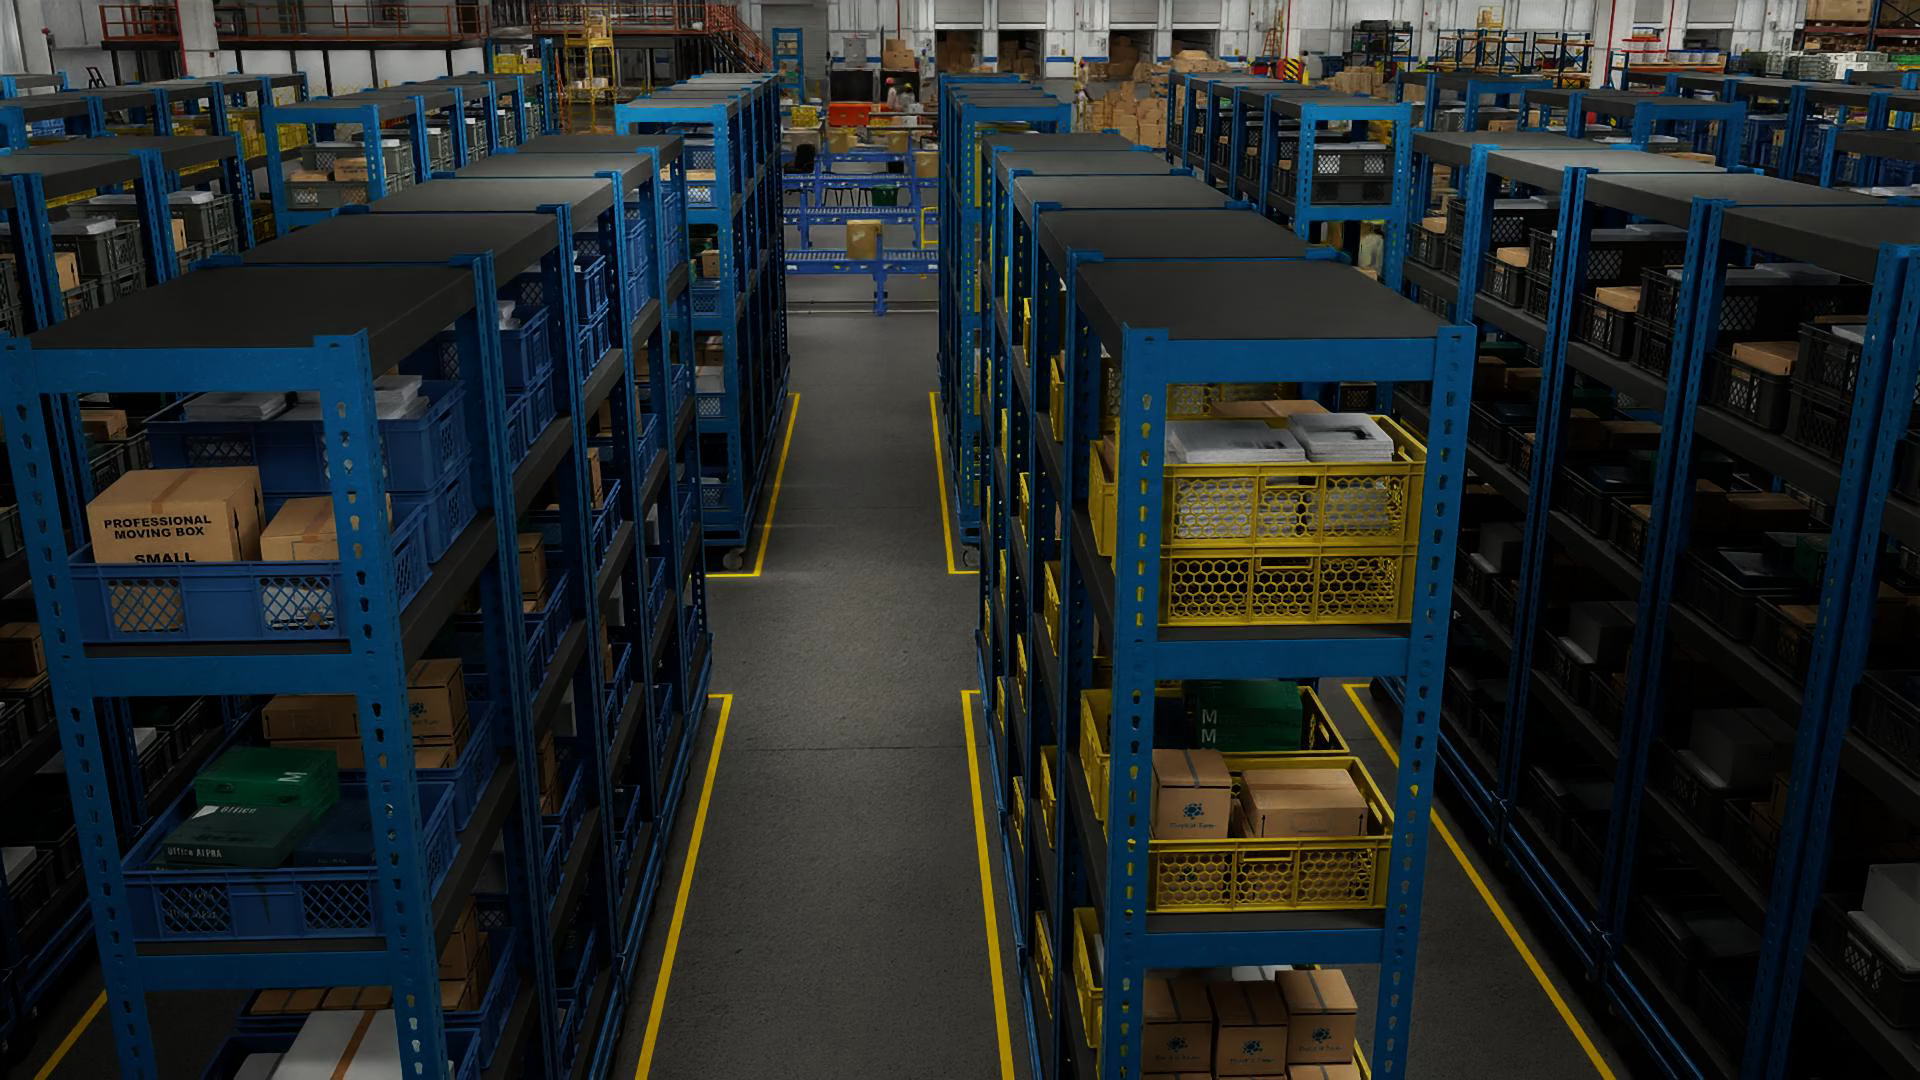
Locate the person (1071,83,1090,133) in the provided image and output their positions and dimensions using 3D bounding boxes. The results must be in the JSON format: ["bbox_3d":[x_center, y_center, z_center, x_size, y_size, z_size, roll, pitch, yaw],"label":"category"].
[{"bbox_3d":[3.928,-14.090,54.642,0.969,1.756,0.668,5,19,16],"label":"person"}]

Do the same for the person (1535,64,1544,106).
[{"bbox_3d":[24.074,-18.867,69.294,0.511,1.859,0.322,-10,21,-29],"label":"person"}]

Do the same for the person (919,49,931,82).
[{"bbox_3d":[-1.924,-25.642,90.201,0.607,1.894,1.016,-9,20,-27],"label":"person"}]

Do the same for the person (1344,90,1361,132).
[{"bbox_3d":[11.651,-12.317,49.022,0.663,1.857,0.990,2,18,5],"label":"person"}]

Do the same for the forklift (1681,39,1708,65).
[{"bbox_3d":[30.913,-19.736,70.337,1.129,2.768,1.873,-1,18,-2],"label":"forklift"}]

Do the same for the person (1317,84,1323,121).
[{"bbox_3d":[12.355,-14.894,57.367,0.358,1.618,0.510,0,18,-1],"label":"person"}]

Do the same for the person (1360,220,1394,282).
[{"bbox_3d":[5.243,-3.226,20.939,0.422,1.817,0.621,-6,19,-17],"label":"person"}]

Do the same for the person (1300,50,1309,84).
[{"bbox_3d":[18.769,-25.660,90.358,0.636,1.820,0.630,11,21,31],"label":"person"}]

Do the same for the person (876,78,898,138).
[{"bbox_3d":[-2.250,-14.226,54.812,1.057,1.937,0.641,1,18,2],"label":"person"}]

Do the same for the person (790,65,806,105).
[{"bbox_3d":[-6.556,-18.239,67.267,0.581,1.902,0.840,10,20,28],"label":"person"}]

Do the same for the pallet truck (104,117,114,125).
[{"bbox_3d":[-18.367,-7.885,35.078,1.885,1.965,0.823,1,18,2],"label":"pallet truck"}]

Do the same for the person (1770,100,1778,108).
[{"bbox_3d":[22.588,-11.403,46.402,0.541,1.713,0.933,-11,21,-31],"label":"person"}]

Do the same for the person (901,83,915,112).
[{"bbox_3d":[-1.720,-14.360,55.517,0.486,1.746,0.290,-8,20,-24],"label":"person"}]

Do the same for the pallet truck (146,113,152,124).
[{"bbox_3d":[-18.087,-8.309,36.390,1.885,1.965,0.823,-1,18,-4],"label":"pallet truck"}]

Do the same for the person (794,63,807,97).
[{"bbox_3d":[-7.055,-20.198,73.499,0.526,1.806,0.958,0,18,1],"label":"person"}]

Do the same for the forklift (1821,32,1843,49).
[{"bbox_3d":[46.003,-25.465,88.065,1.129,2.768,1.873,-1,18,-2],"label":"forklift"}]

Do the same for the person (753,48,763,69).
[{"bbox_3d":[-11.132,-26.128,91.681,0.585,1.911,0.391,-10,20,-27],"label":"person"}]

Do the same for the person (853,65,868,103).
[{"bbox_3d":[-4.006,-18.311,67.545,0.623,1.862,0.659,10,21,29],"label":"person"}]

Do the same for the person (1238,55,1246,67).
[{"bbox_3d":[13.568,-22.397,80.166,0.337,1.883,0.584,-6,19,-17],"label":"person"}]

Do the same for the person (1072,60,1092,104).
[{"bbox_3d":[5.459,-20.305,73.698,1.009,1.892,0.561,-8,19,-23],"label":"person"}]

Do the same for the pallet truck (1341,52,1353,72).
[{"bbox_3d":[18.794,-23.123,82.231,0.823,1.965,1.885,-13,22,-35],"label":"pallet truck"}]

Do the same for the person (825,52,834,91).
[{"bbox_3d":[-6.624,-23.789,84.433,0.383,1.912,0.591,-13,22,-35],"label":"person"}]

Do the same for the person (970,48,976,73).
[{"bbox_3d":[0.807,-26.944,94.366,0.870,1.853,0.528,-3,18,-9],"label":"person"}]
